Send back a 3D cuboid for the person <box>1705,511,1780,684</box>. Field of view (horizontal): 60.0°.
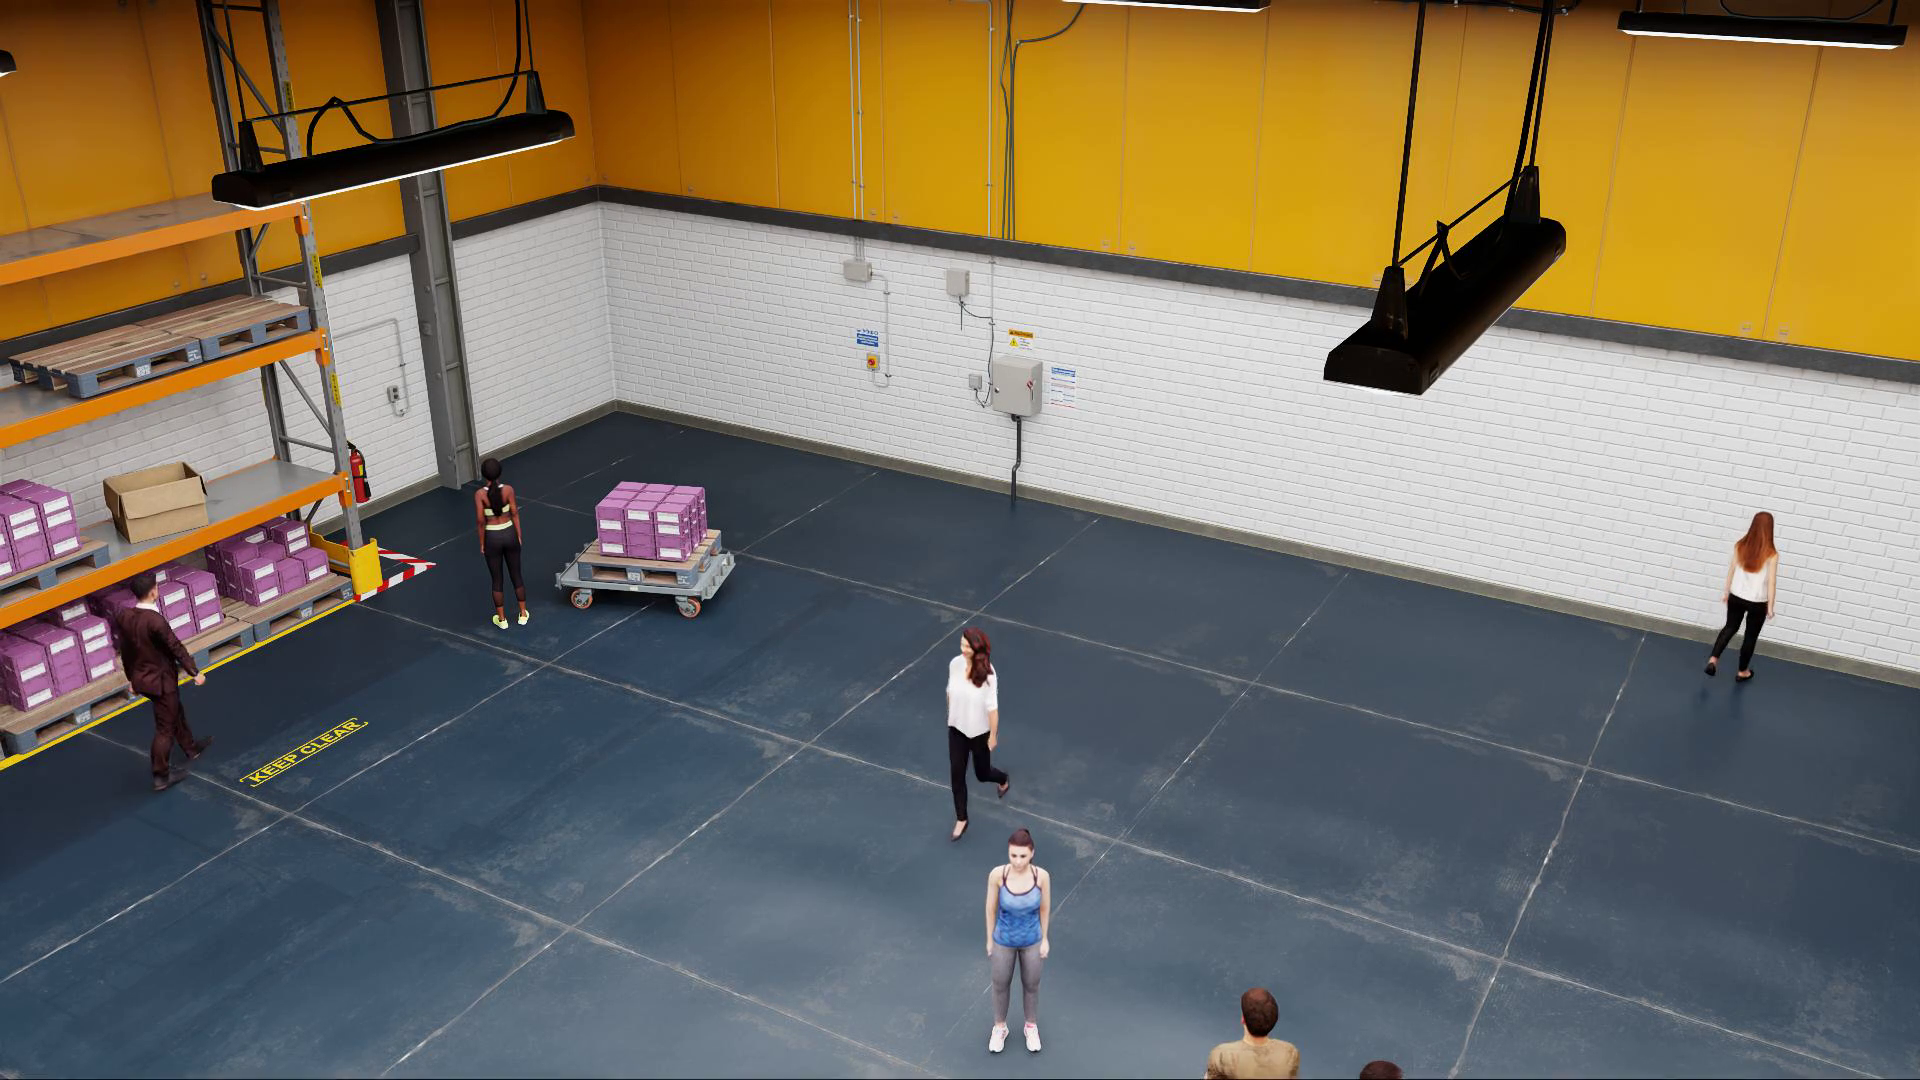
[{"bbox_3d":[7.141,0.557,15.130,0.932,1.711,0.796,-17,29,-33],"label":"person"}]

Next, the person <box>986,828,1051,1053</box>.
[{"bbox_3d":[0.371,2.563,10.667,0.655,1.610,0.685,0,24,0],"label":"person"}]

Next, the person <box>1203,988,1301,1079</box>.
[{"bbox_3d":[1.528,3.249,8.848,1.209,1.811,1.265,-6,24,-13],"label":"person"}]

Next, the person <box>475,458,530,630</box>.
[{"bbox_3d":[-4.491,0.027,16.288,0.615,1.755,0.703,-11,26,-23],"label":"person"}]

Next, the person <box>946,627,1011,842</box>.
[{"bbox_3d":[0.139,1.469,12.961,0.643,1.777,0.994,15,28,31],"label":"person"}]

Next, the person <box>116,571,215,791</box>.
[{"bbox_3d":[-6.595,1.191,13.524,0.712,1.836,0.989,11,26,24],"label":"person"}]
